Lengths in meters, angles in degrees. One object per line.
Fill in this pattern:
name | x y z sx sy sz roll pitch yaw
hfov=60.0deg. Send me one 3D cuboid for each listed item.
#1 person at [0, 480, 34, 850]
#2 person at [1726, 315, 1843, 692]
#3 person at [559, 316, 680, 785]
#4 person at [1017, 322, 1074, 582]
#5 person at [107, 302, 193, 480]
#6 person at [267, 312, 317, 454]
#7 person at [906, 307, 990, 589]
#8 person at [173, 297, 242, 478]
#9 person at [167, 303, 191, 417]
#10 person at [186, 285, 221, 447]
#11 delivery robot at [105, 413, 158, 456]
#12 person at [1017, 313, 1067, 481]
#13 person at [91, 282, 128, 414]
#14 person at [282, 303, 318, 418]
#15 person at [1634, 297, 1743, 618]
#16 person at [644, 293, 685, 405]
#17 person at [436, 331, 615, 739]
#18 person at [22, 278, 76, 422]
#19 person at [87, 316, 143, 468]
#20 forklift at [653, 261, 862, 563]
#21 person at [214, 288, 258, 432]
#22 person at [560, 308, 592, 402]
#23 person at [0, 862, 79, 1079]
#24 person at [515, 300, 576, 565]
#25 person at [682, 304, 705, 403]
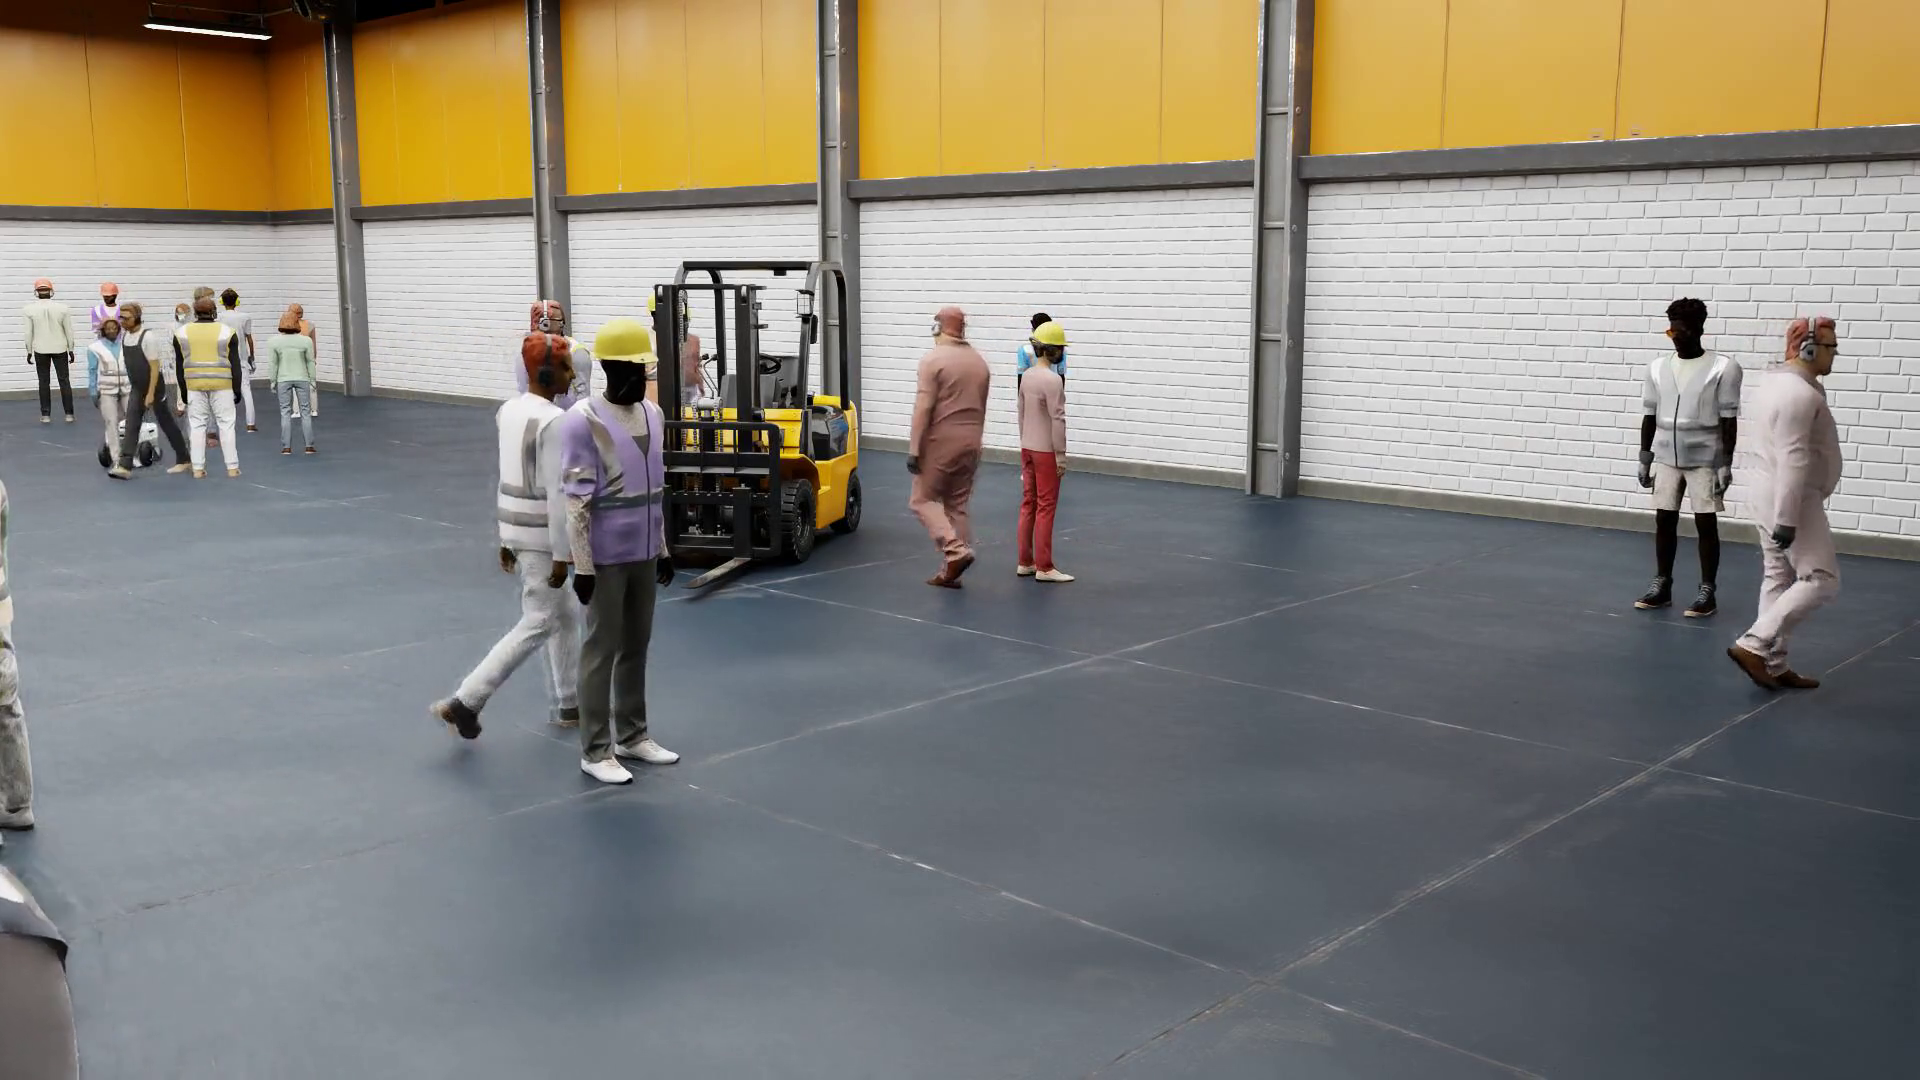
person | -3.624 0.323 6.058 0.307 1.639 0.525 0 9 0
person | 4.166 -0.165 8.287 0.427 1.895 0.649 2 10 14
person | -1.393 0.037 6.937 0.382 1.924 0.594 5 10 27
person | 0.588 -0.597 11.321 0.326 1.765 0.533 -4 10 -25
person | -8.251 -1.513 16.870 0.504 1.793 0.932 4 10 22
person | -7.644 -1.796 19.069 0.507 1.633 0.278 -4 10 -21
person | -0.040 -0.588 10.978 0.508 1.875 0.682 9 13 44
person | -7.646 -1.548 16.957 0.622 1.835 0.430 -2 10 -13
person | -11.071 -2.573 23.829 0.505 1.632 0.285 -3 10 -16
person | -8.932 -2.054 19.758 0.588 1.919 0.670 -4 10 -22
delivery robot | -8.976 -1.136 18.024 0.477 0.478 0.707 -1 10 -9
person | 0.811 -1.411 16.544 0.536 1.690 0.321 -3 10 -19
person | -12.383 -2.804 24.341 0.543 1.932 0.376 -4 10 -23
person | -9.378 -2.542 23.632 0.313 1.637 0.513 8 13 42
person | 4.444 -0.502 10.184 0.402 1.952 0.610 -7 12 -38
person | -2.626 -1.230 14.702 0.371 1.925 0.595 7 11 35
person | -1.951 -0.002 7.422 0.878 1.853 0.596 -7 12 -38
person | -12.620 -2.624 23.067 0.611 1.986 0.392 -6 11 -30
person | -8.858 -1.535 17.480 0.535 1.625 0.386 -7 12 -38
forklift | -1.552 -1.040 12.721 1.214 2.155 2.313 2 9 11
person | -9.411 -2.322 21.568 0.518 1.874 0.329 -4 10 -24
person | -3.195 -0.920 13.064 0.627 1.844 0.429 4 10 23
person | -1.224 0.904 2.040 0.596 1.801 0.849 5 11 30
person | -2.960 -0.767 11.957 0.401 1.903 0.645 -4 10 -22
person | -3.021 -1.653 17.814 0.607 1.751 0.527 8 12 39
